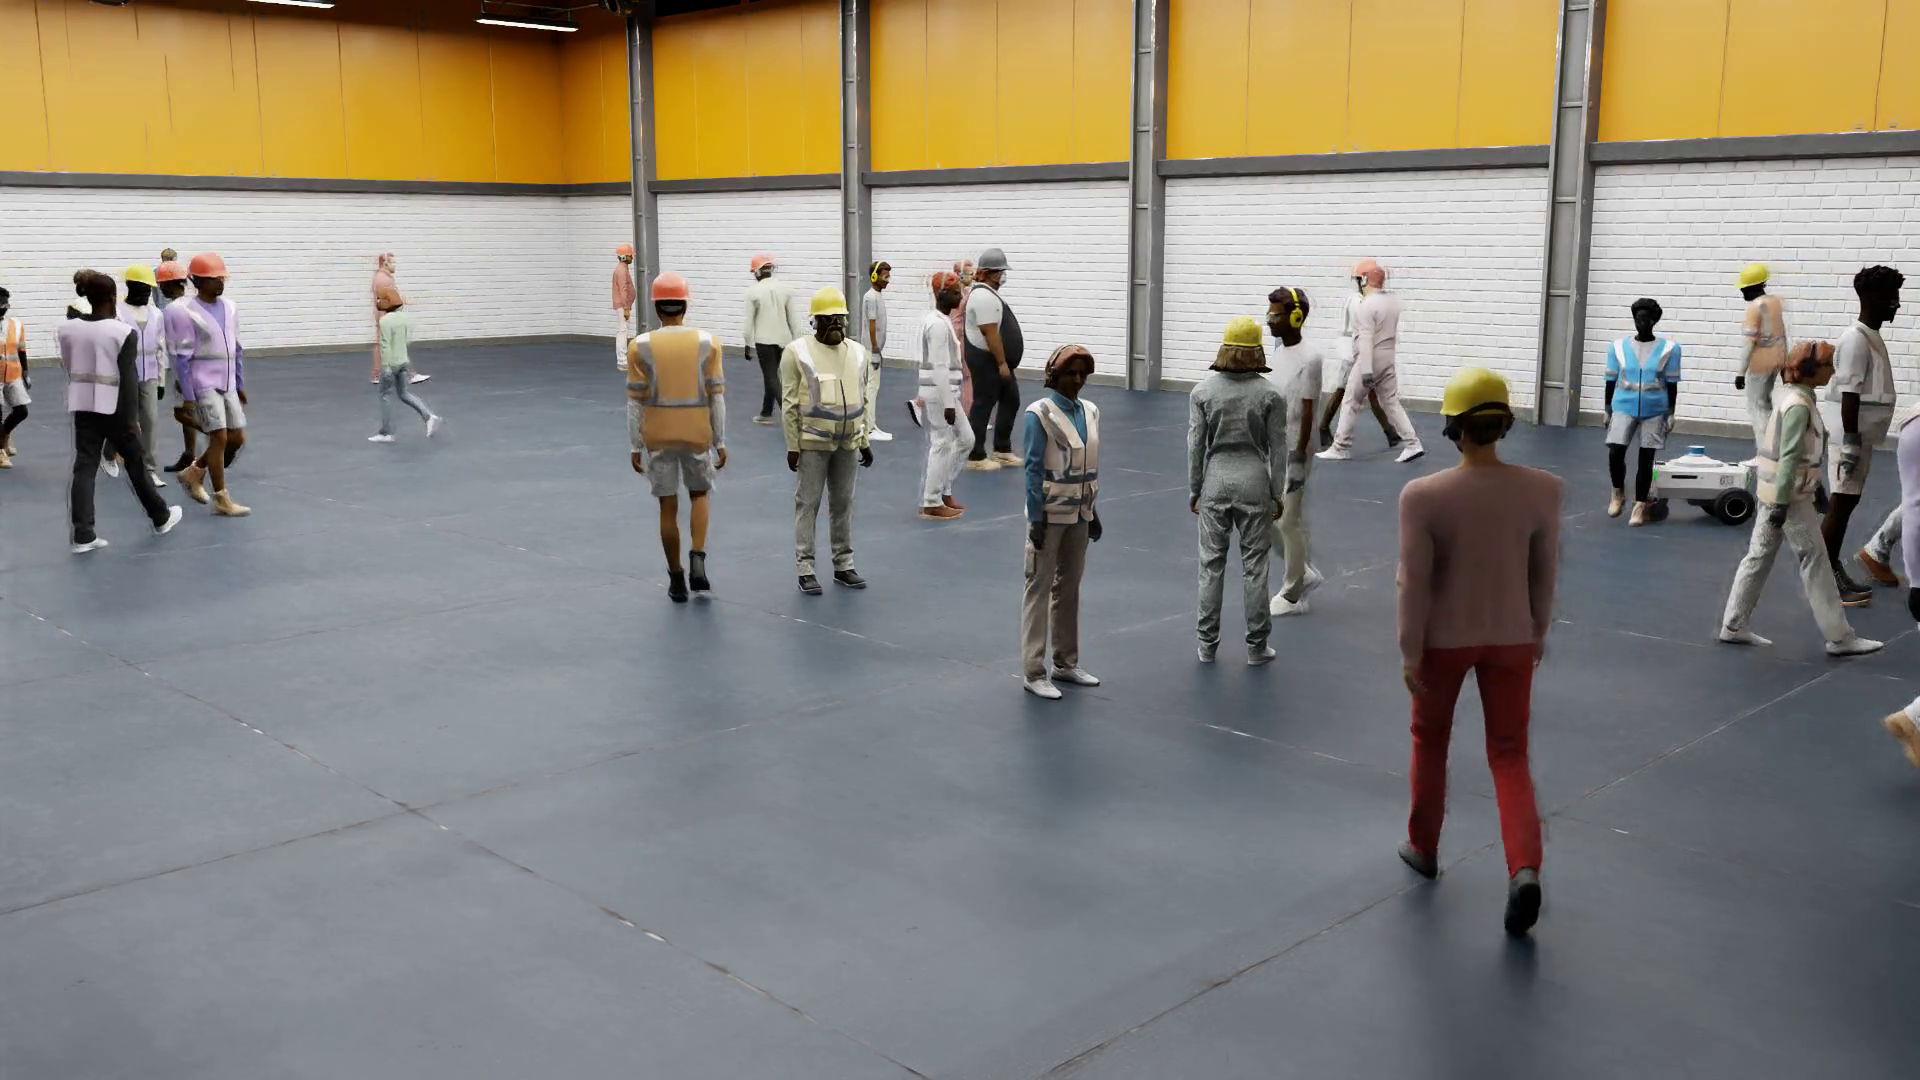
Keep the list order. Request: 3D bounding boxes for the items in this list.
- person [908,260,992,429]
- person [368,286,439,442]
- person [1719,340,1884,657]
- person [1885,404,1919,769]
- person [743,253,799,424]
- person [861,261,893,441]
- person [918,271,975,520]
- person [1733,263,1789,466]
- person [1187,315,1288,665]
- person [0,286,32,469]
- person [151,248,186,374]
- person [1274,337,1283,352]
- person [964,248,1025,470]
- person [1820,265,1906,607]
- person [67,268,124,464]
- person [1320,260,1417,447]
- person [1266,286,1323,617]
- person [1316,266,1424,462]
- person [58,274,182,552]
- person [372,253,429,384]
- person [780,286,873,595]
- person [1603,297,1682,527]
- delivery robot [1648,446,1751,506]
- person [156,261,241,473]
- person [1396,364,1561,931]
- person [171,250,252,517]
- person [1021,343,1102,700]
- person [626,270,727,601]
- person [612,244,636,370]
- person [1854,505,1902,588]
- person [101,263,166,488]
[{"bbox_3d":[-0.113,-2.131,18.239,0.842,1.873,0.647,-2,11,-10],"label":"person"},{"bbox_3d":[-5.784,-1.807,17.138,0.681,1.612,0.507,2,11,10],"label":"person"},{"bbox_3d":[4.327,-0.202,8.451,0.808,1.602,0.520,4,11,21],"label":"person"},{"bbox_3d":[3.701,0.115,6.097,0.648,1.829,0.645,-4,11,-19],"label":"person"},{"bbox_3d":[-2.073,-2.216,18.521,0.637,1.950,0.983,-9,14,-40],"label":"person"},{"bbox_3d":[-0.866,-1.969,17.395,0.336,1.856,0.521,0,10,1],"label":"person"},{"bbox_3d":[-0.084,-1.069,12.450,0.470,1.862,0.607,0,10,2],"label":"person"},{"bbox_3d":[7.376,-1.606,15.340,0.629,1.878,0.501,-10,14,-42],"label":"person"},{"bbox_3d":[1.383,-0.246,8.298,0.493,1.743,0.299,3,11,17],"label":"person"},{"bbox_3d":[-8.865,-1.498,15.279,0.515,1.675,0.550,7,13,35],"label":"person"},{"bbox_3d":[-12.153,-3.521,25.636,0.627,1.935,0.371,5,11,25],"label":"person"},{"bbox_3d":[2.728,-1.210,13.857,0.281,1.633,0.500,2,11,9],"label":"person"},{"bbox_3d":[0.355,-1.633,15.046,0.666,2.000,0.691,1,10,8],"label":"person"},{"bbox_3d":[5.211,-0.608,9.661,0.362,1.963,0.613,7,12,33],"label":"person"},{"bbox_3d":[-7.997,-1.606,15.497,0.438,1.823,0.650,3,11,18],"label":"person"},{"bbox_3d":[4.061,-1.848,16.649,1.022,1.875,0.570,4,11,21],"label":"person"},{"bbox_3d":[1.807,-0.472,9.247,0.378,1.856,0.511,-3,11,-16],"label":"person"},{"bbox_3d":[3.945,-1.649,15.693,0.972,1.854,0.654,10,14,42],"label":"person"},{"bbox_3d":[-5.870,-0.895,11.522,0.590,1.862,0.998,1,10,5],"label":"person"},{"bbox_3d":[-8.121,-3.171,23.896,0.677,1.891,0.673,-5,12,-26],"label":"person"},{"bbox_3d":[-0.781,-0.599,9.971,0.588,1.835,0.403,-7,12,-33],"label":"person"},{"bbox_3d":[4.994,-0.935,12.222,0.535,1.685,0.361,5,12,25],"label":"person"},{"bbox_3d":[5.513,-0.464,12.471,0.707,0.478,0.477,2,10,9],"label":"delivery robot"},{"bbox_3d":[-6.823,-1.524,14.833,0.688,1.914,0.545,0,10,1],"label":"person"},{"bbox_3d":[1.636,0.318,5.243,0.525,1.735,0.809,1,10,3],"label":"person"},{"bbox_3d":[-5.737,-1.182,12.652,0.646,2.022,0.622,3,11,16],"label":"person"},{"bbox_3d":[0.474,-0.093,7.755,0.313,1.637,0.513,9,14,41],"label":"person"},{"bbox_3d":[-1.655,-0.597,9.705,0.567,1.926,0.399,-3,11,-14],"label":"person"},{"bbox_3d":[-5.310,-3.687,26.372,0.388,1.995,0.612,-2,11,-13],"label":"person"},{"bbox_3d":[5.829,-0.581,9.752,0.616,1.894,1.000,-4,11,-23],"label":"person"},{"bbox_3d":[-7.071,-1.400,14.161,0.665,1.900,0.624,6,12,31],"label":"person"}]
